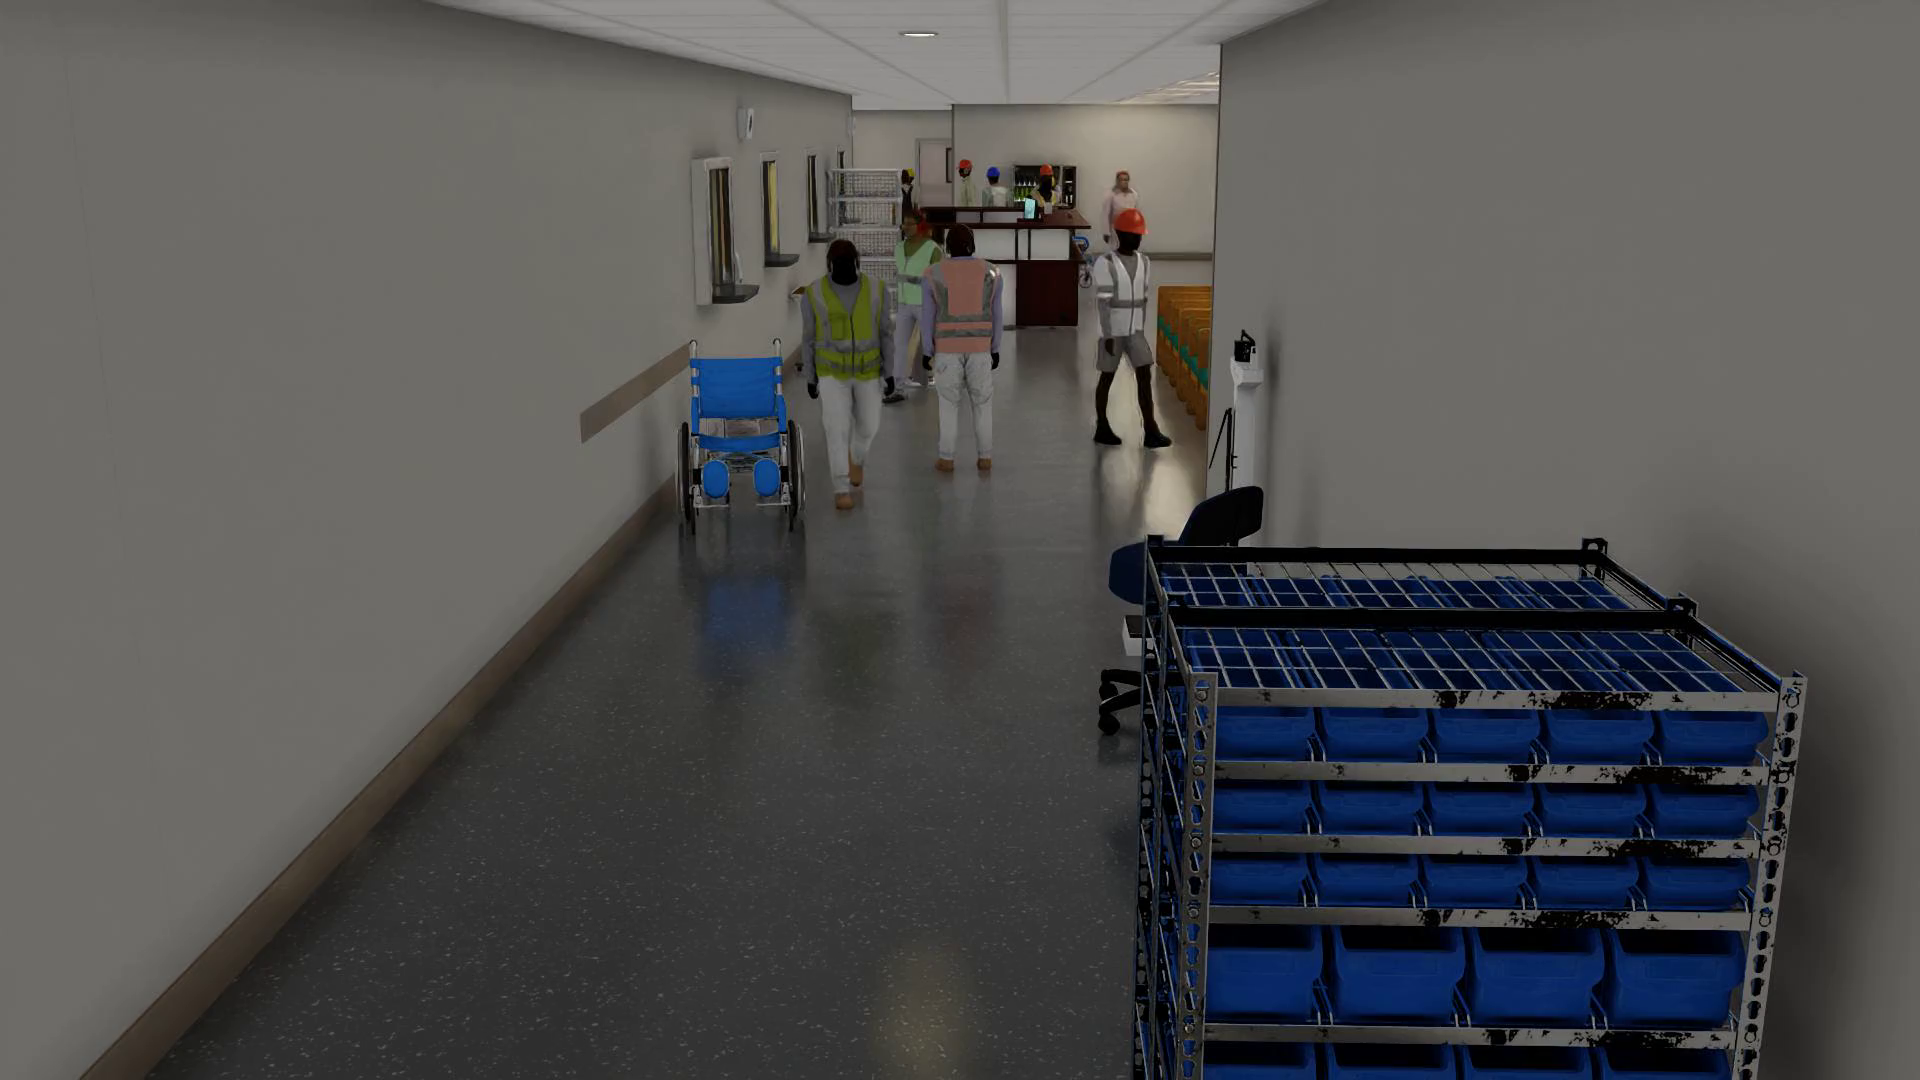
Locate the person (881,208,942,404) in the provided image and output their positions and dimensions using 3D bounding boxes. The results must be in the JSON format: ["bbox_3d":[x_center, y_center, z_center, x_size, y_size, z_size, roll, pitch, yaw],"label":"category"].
[{"bbox_3d":[-0.369,-2.219,15.715,0.569,1.816,0.897,12,18,40],"label":"person"}]

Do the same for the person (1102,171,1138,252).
[{"bbox_3d":[2.580,-4.890,26.368,0.686,1.888,0.530,-6,15,-23],"label":"person"}]

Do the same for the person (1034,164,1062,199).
[{"bbox_3d":[1.533,-5.703,29.615,0.550,1.927,0.390,9,16,31],"label":"person"}]

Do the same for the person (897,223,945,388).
[{"bbox_3d":[-0.364,-2.327,16.547,0.509,1.622,0.429,-7,15,-26],"label":"person"}]

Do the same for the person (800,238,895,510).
[{"bbox_3d":[-0.778,-1.161,11.410,0.626,1.819,0.750,-3,14,-13],"label":"person"}]

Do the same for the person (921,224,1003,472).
[{"bbox_3d":[0.008,-1.424,12.427,0.624,1.841,0.430,-2,14,-10],"label":"person"}]

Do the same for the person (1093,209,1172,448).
[{"bbox_3d":[1.362,-1.656,13.250,0.551,1.902,0.885,-7,16,-28],"label":"person"}]

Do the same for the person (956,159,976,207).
[{"bbox_3d":[0.112,-6.042,30.842,0.381,1.994,0.622,-2,14,-10],"label":"person"}]

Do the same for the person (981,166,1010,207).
[{"bbox_3d":[0.645,-5.474,28.711,0.624,1.916,0.919,-9,17,-34],"label":"person"}]

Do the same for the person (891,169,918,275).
[{"bbox_3d":[-0.980,-5.613,29.405,0.508,1.844,0.332,-6,15,-23],"label":"person"}]

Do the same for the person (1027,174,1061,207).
[{"bbox_3d":[1.364,-4.994,26.938,0.643,1.832,0.430,-6,15,-22],"label":"person"}]
